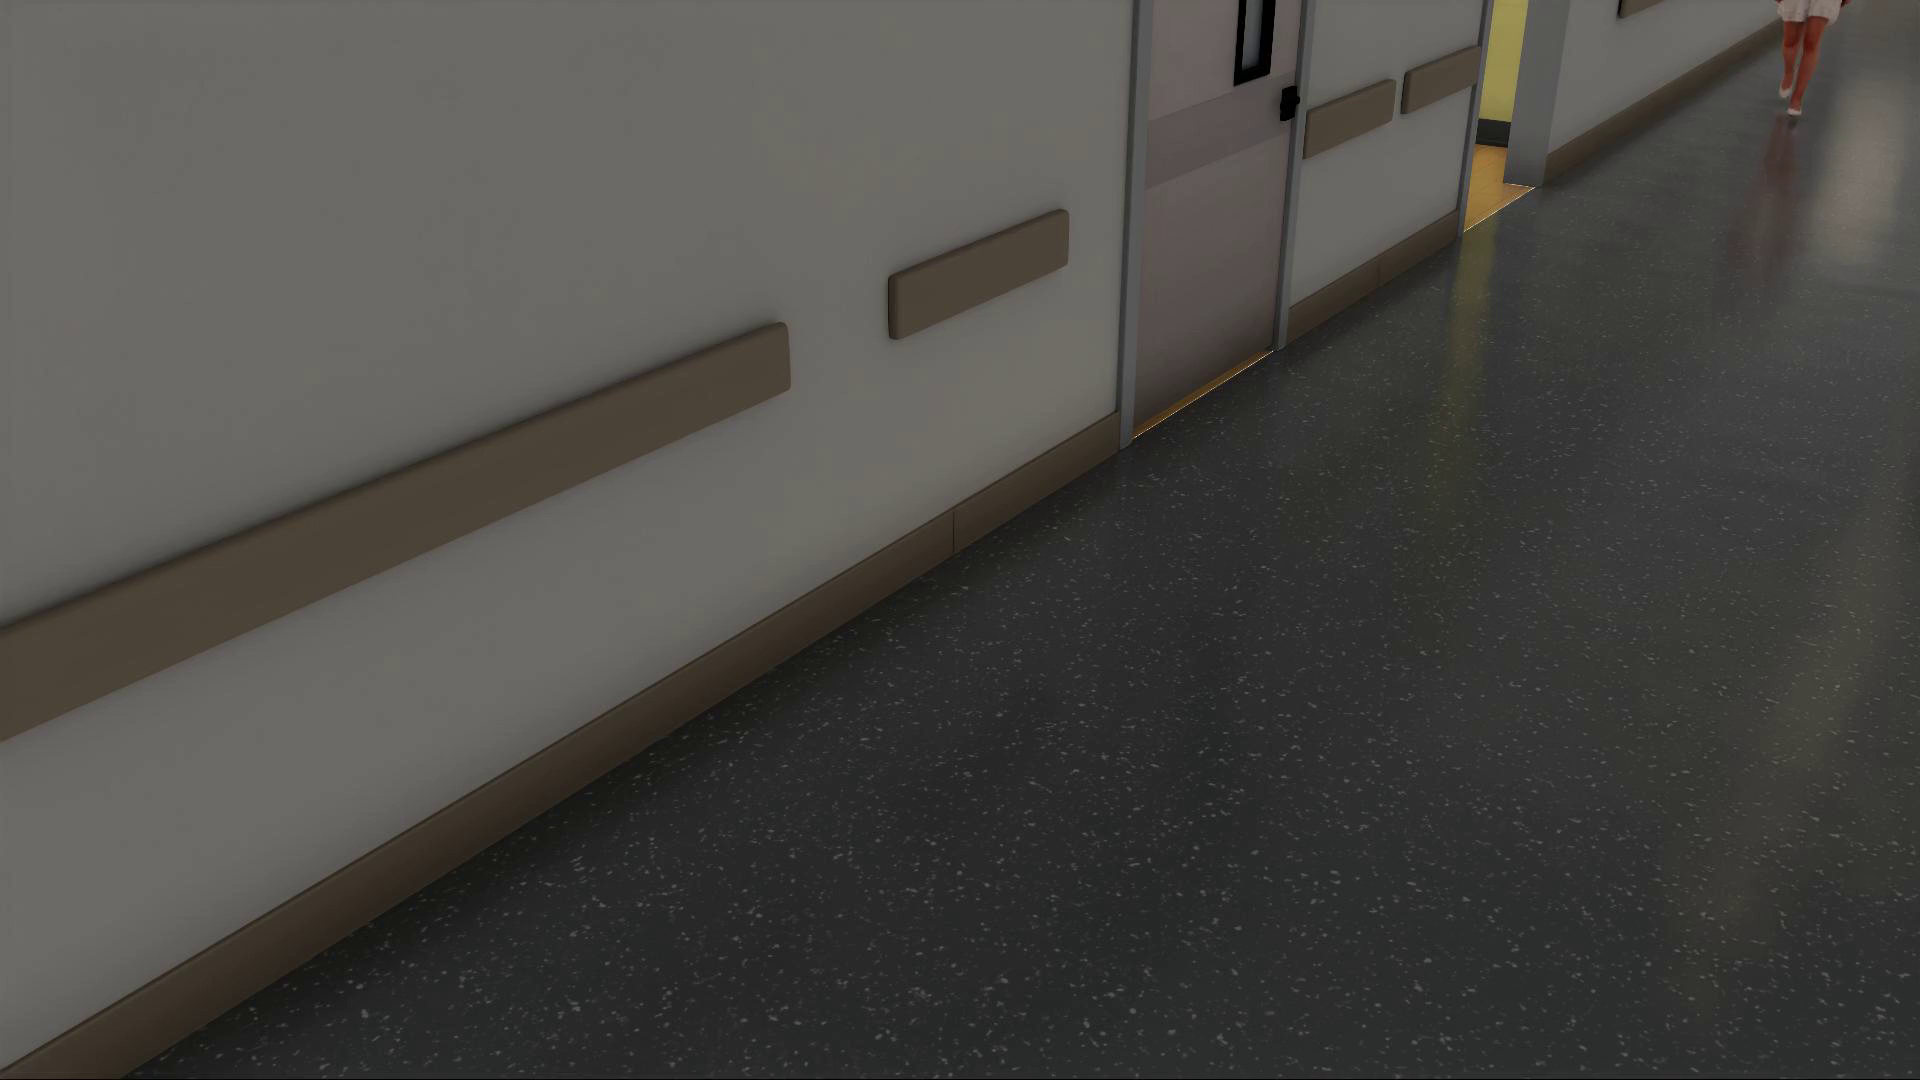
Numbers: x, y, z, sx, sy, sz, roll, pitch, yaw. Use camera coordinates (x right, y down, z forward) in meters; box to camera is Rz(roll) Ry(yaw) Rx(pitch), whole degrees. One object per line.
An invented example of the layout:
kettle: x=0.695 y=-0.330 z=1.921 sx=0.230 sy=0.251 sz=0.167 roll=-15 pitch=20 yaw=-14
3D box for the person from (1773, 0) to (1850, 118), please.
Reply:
person: x=5.834 y=-3.788 z=11.339 sx=1.027 sy=1.694 sz=0.746 roll=14 pitch=29 yaw=27
